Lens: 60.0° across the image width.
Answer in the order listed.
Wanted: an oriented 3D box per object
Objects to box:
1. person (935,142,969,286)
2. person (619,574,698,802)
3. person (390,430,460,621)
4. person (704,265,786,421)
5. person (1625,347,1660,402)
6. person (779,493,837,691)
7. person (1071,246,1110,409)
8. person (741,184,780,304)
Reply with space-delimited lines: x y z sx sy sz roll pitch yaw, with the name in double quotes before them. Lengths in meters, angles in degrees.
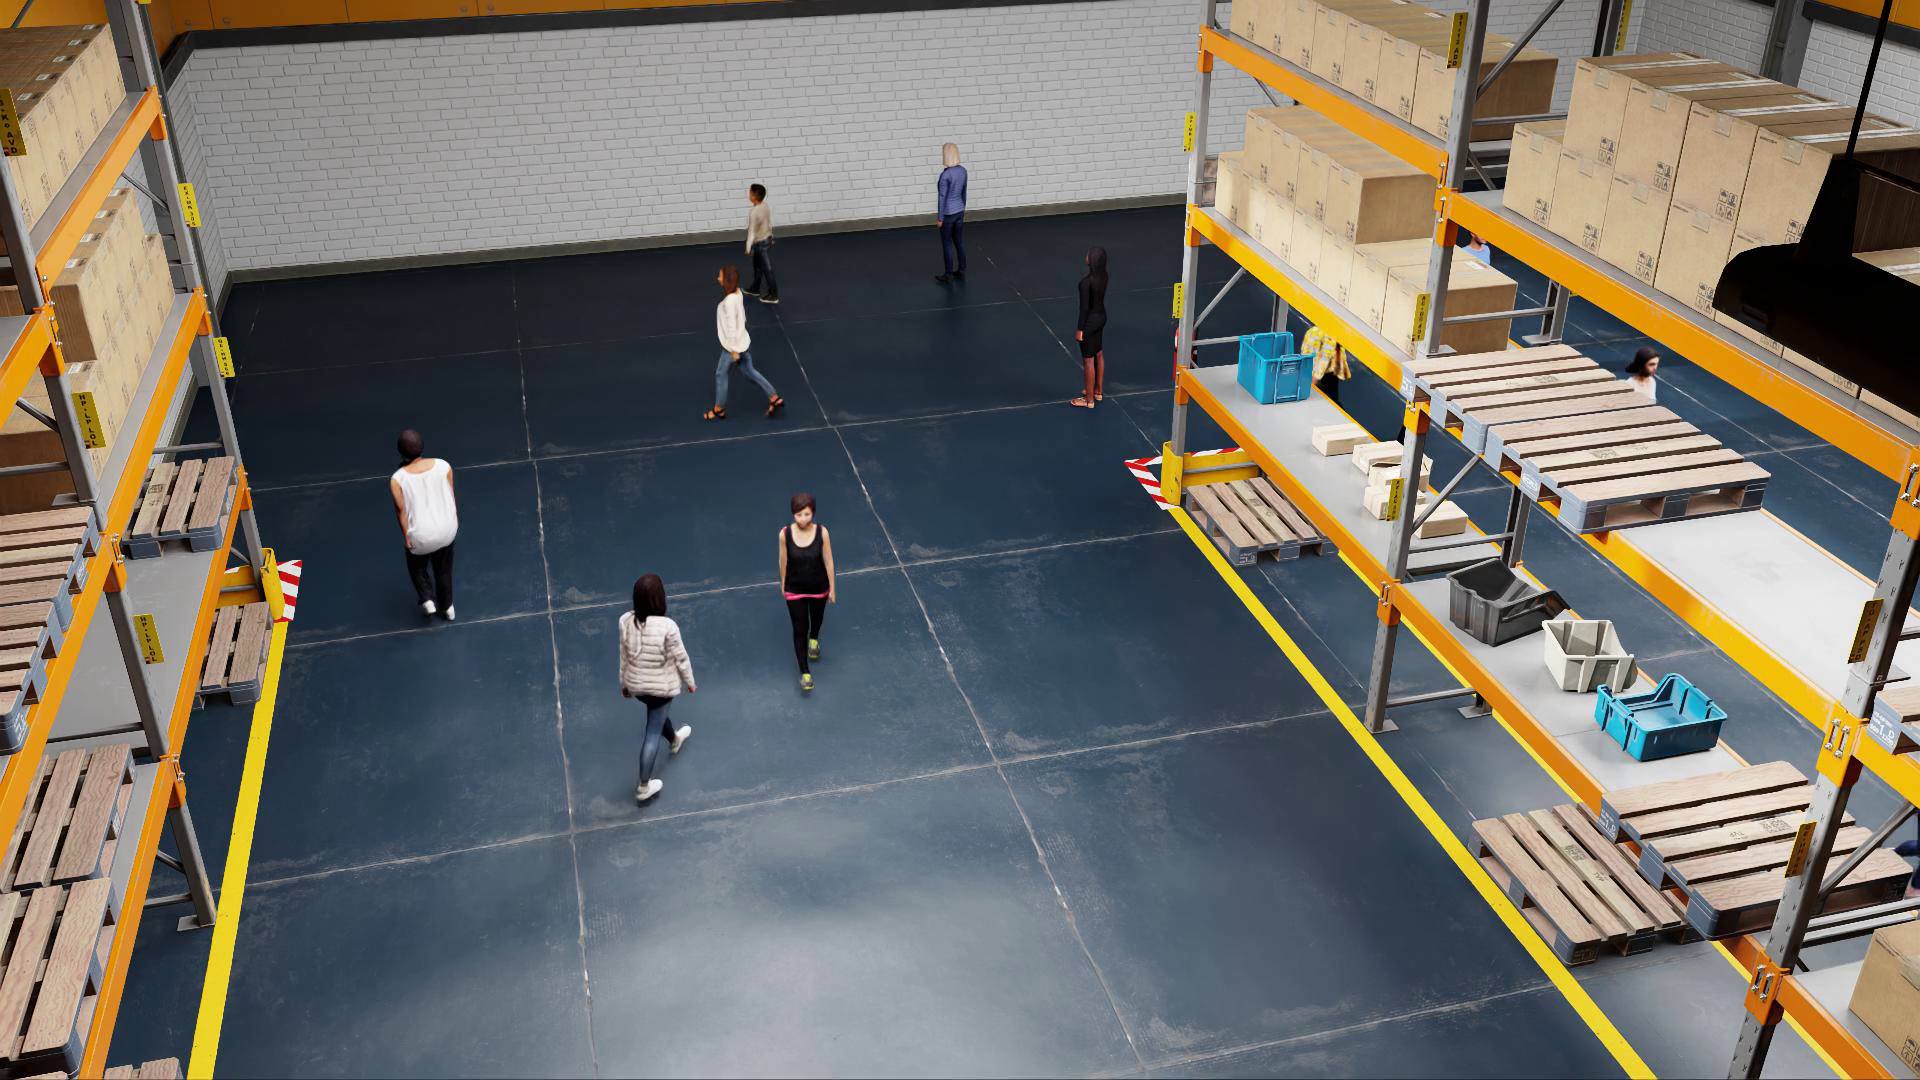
"person" -0.092 -4.026 20.469 0.739 1.743 0.718 22 35 34
"person" -2.129 1.030 11.357 1.029 1.594 1.161 11 31 19
"person" -4.251 -0.087 13.321 0.714 1.675 0.687 -15 32 -26
"person" -2.169 -1.961 16.788 0.932 1.643 1.095 2 29 4
"person" 5.813 -0.900 14.735 0.708 1.747 0.944 -13 31 -22
"person" -1.167 0.315 12.755 0.629 1.509 1.032 -4 29 -8
"person" 1.360 -2.216 17.175 0.731 1.720 0.674 16 32 27
"person" -2.303 -3.527 19.861 0.858 1.451 0.830 9 30 16
